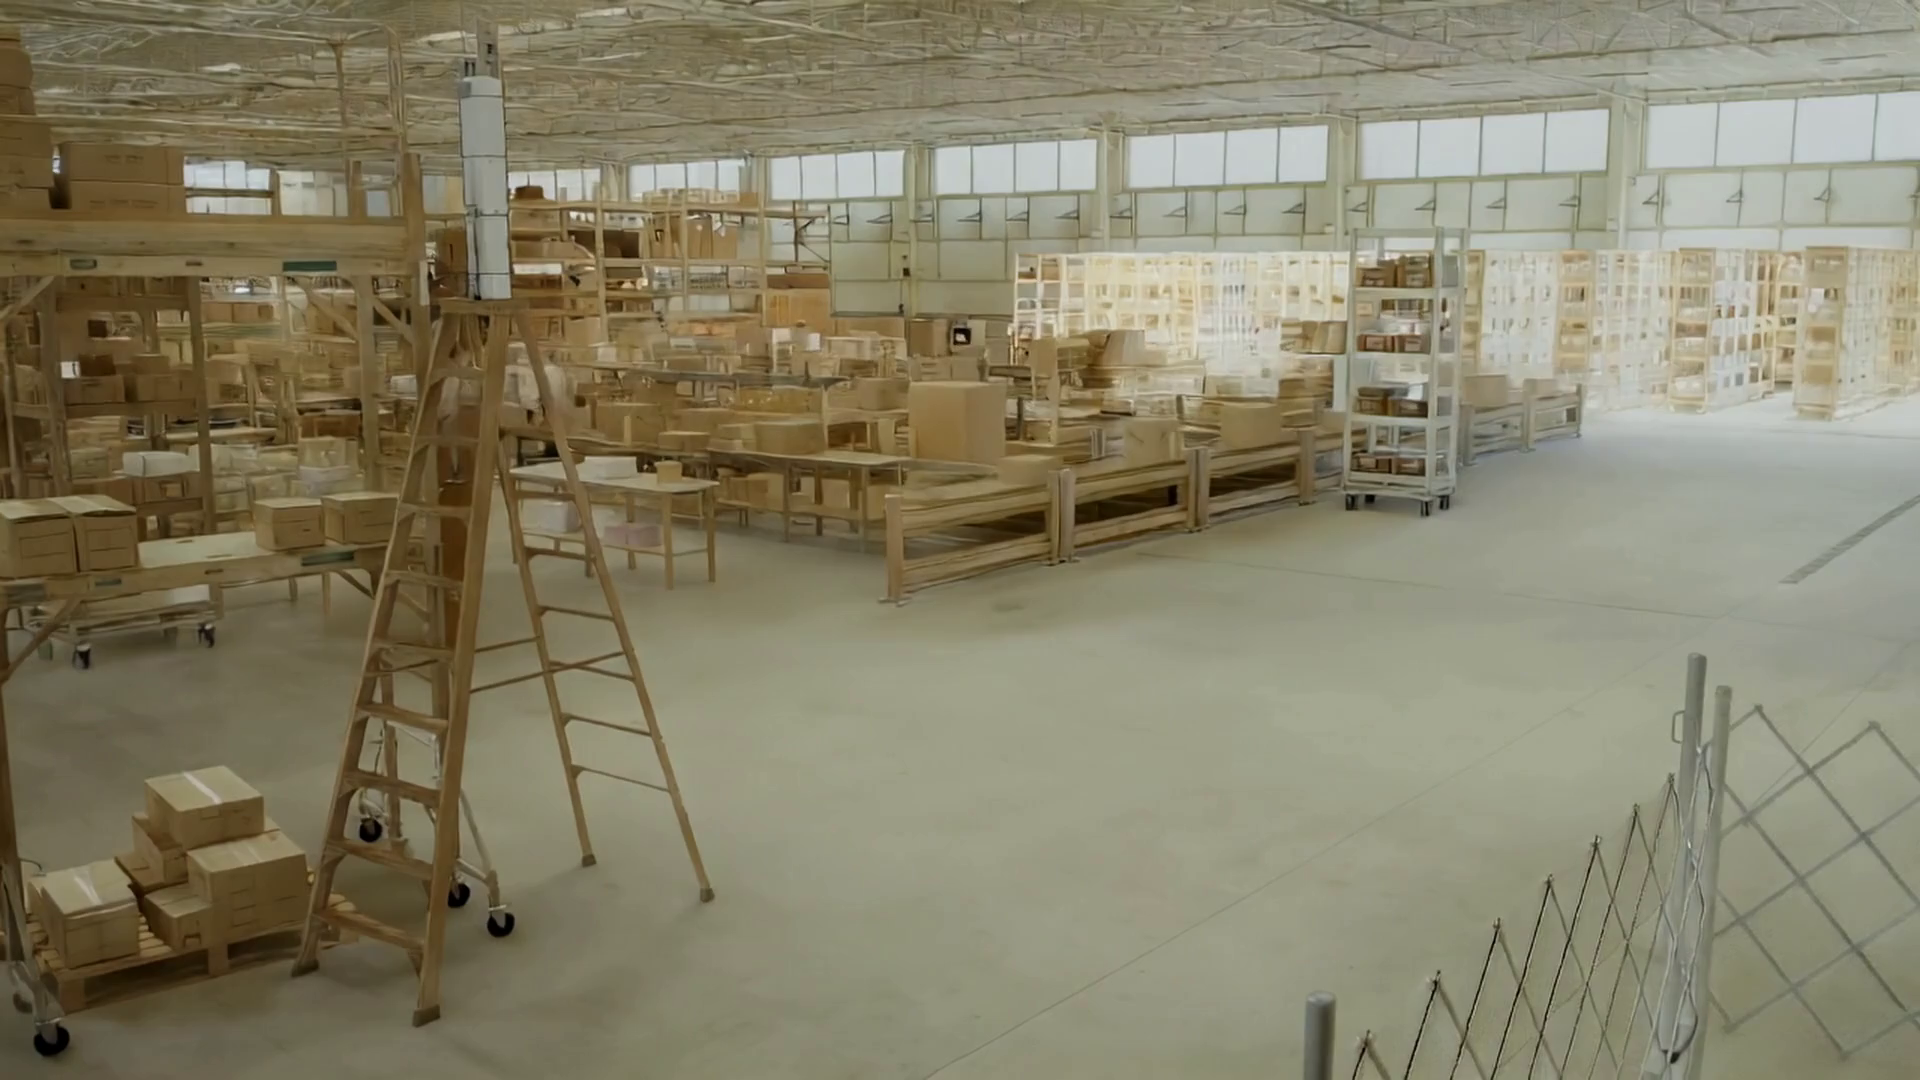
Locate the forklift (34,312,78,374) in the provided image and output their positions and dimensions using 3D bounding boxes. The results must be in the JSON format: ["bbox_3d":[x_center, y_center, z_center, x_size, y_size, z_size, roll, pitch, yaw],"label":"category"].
[{"bbox_3d":[-23.397,-5.318,43.224,1.873,2.768,1.129,4,10,24],"label":"forklift"}]

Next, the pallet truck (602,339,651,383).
[{"bbox_3d":[-8.991,-4.871,45.351,0.653,1.274,1.630,7,11,37],"label":"pallet truck"}]

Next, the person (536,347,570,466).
[{"bbox_3d":[-6.422,-2.089,26.179,0.452,1.889,0.650,-9,13,-43],"label":"person"}]

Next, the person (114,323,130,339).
[{"bbox_3d":[-22.061,-4.844,43.785,0.548,1.746,0.426,5,10,28],"label":"person"}]

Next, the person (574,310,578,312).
[{"bbox_3d":[-16.811,-9.653,73.294,0.552,1.919,0.806,7,12,38],"label":"person"}]

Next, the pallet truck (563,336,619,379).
[{"bbox_3d":[-10.690,-5.294,48.215,1.601,1.201,0.680,-5,10,-26],"label":"pallet truck"}]

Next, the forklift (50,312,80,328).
[{"bbox_3d":[-23.779,-5.451,44.052,1.873,2.768,1.129,7,11,36],"label":"forklift"}]

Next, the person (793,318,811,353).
[{"bbox_3d":[-4.550,-5.515,47.959,0.552,1.748,0.467,-8,12,-42],"label":"person"}]

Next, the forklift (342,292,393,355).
[{"bbox_3d":[-16.485,-5.622,45.120,1.129,2.768,1.873,7,11,37],"label":"forklift"}]

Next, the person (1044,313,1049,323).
[{"bbox_3d":[2.549,-6.301,52.235,0.963,1.962,0.624,5,10,29],"label":"person"}]

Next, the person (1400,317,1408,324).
[{"bbox_3d":[12.761,-5.536,47.887,0.612,1.815,0.428,-7,11,-36],"label":"person"}]

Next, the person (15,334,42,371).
[{"bbox_3d":[-22.315,-4.137,39.871,0.507,1.587,0.859,-9,12,-43],"label":"person"}]

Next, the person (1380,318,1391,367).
[{"bbox_3d":[12.400,-5.662,48.716,0.630,1.808,0.675,-1,9,-8],"label":"person"}]

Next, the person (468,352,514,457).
[{"bbox_3d":[-7.671,-2.186,27.033,0.630,1.807,0.608,-9,13,-43],"label":"person"}]

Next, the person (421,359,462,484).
[{"bbox_3d":[-7.406,-1.746,23.697,0.611,1.985,1.009,2,9,12],"label":"person"}]
